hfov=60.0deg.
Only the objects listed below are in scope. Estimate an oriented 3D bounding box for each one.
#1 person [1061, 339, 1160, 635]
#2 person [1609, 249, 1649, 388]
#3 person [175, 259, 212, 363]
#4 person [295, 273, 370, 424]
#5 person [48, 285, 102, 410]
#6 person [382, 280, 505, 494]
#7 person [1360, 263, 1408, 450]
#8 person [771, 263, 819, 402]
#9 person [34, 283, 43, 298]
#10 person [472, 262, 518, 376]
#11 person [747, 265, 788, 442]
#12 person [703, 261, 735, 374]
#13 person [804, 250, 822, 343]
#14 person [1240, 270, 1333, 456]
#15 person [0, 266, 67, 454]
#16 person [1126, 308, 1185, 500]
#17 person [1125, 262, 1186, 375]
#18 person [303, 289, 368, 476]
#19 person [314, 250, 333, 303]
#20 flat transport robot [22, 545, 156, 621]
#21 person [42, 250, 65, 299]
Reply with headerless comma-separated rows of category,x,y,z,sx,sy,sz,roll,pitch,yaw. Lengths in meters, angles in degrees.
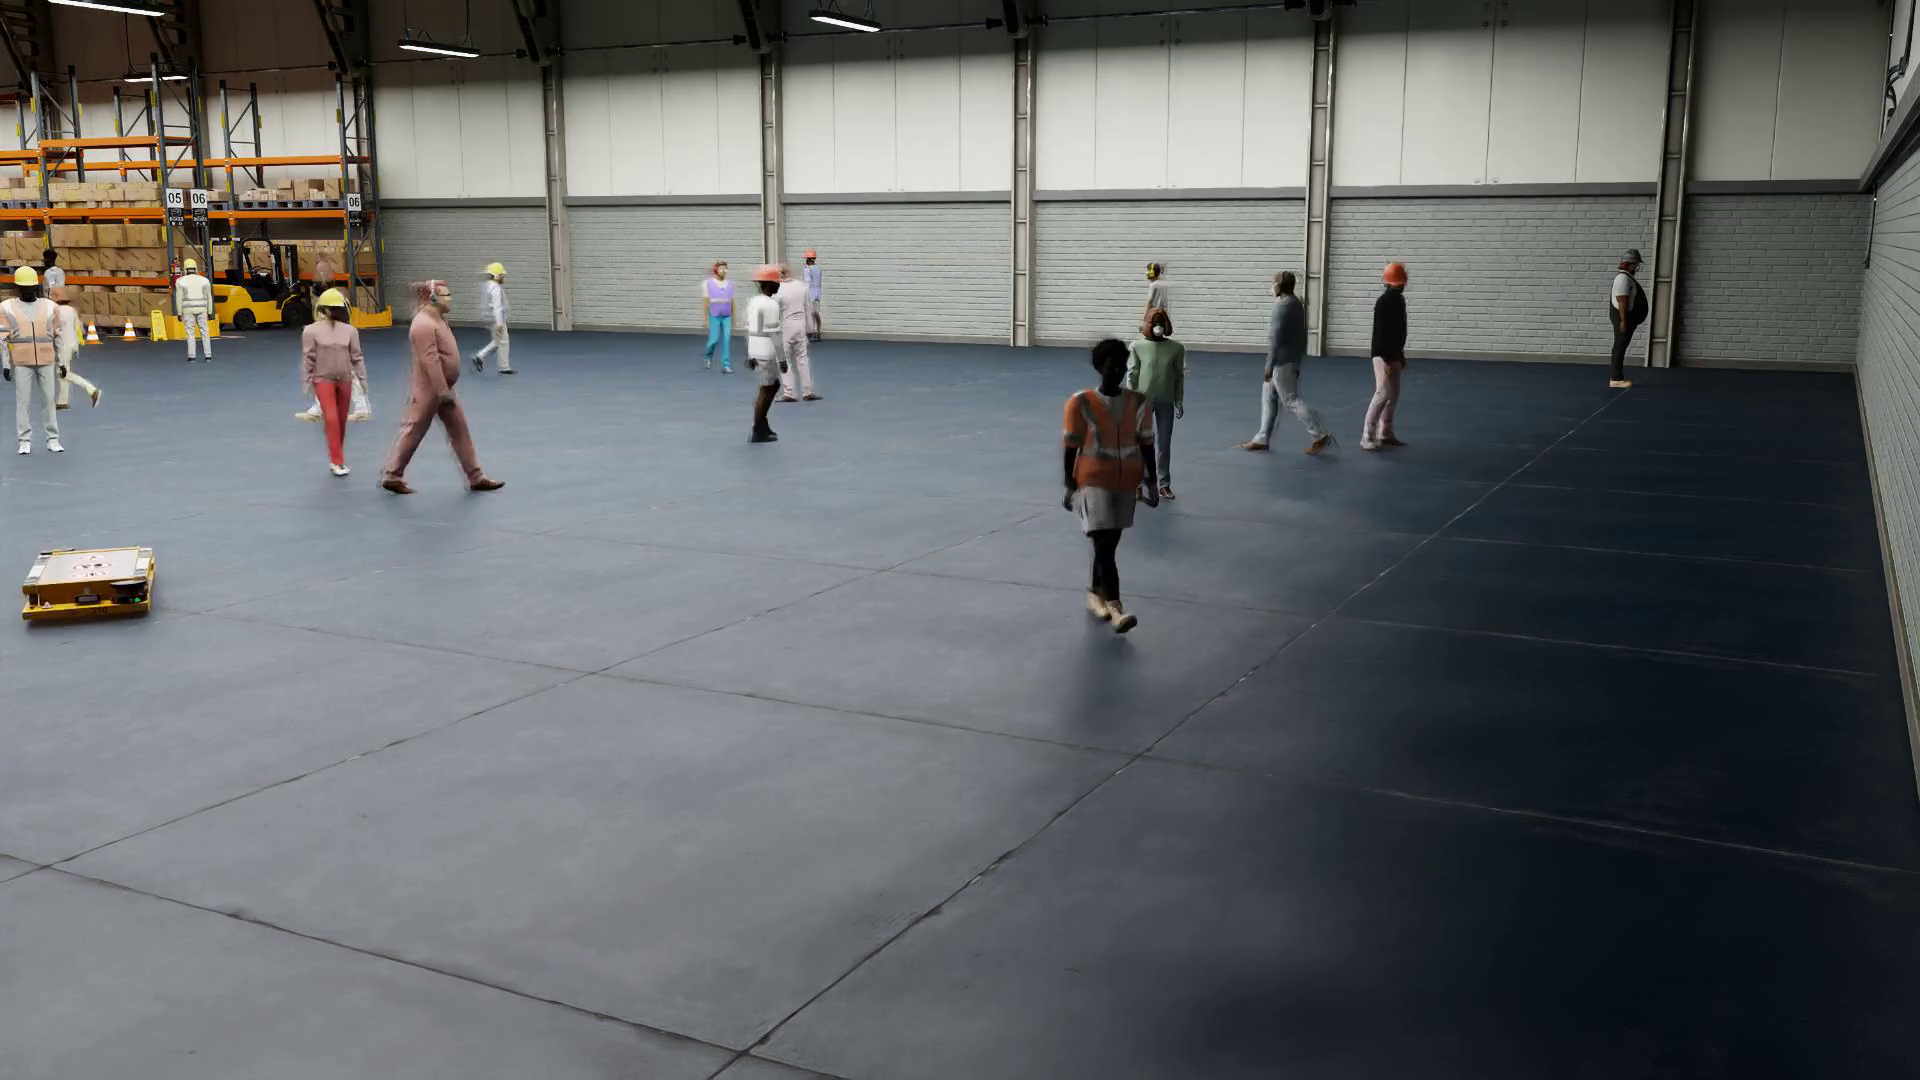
person,0.884,-0.301,9.416,0.552,1.648,0.843,-4,11,-20
person,9.913,-3.286,24.661,0.536,2.000,0.688,4,11,22
person,-13.538,-4.050,29.404,0.600,1.827,0.403,-8,13,-38
person,-7.561,-2.284,19.878,0.950,1.789,0.632,-7,12,-33
person,-11.413,-2.458,21.320,0.686,1.607,0.503,-1,10,-4
person,-4.573,-1.318,14.443,1.004,1.868,0.633,0,10,-2
person,4.501,-1.909,17.405,0.403,1.958,0.683,7,12,32
person,-2.272,-2.803,22.517,0.407,1.874,0.797,9,14,40
person,-24.753,-6.870,44.557,0.405,1.918,0.583,5,11,24
person,-7.437,-3.513,26.518,0.617,1.810,0.605,-6,12,-29
person,-2.084,-2.015,18.075,0.548,1.920,0.560,-6,12,-28
person,-3.937,-3.634,27.118,0.583,1.832,0.575,-7,12,-33
person,-3.115,-5.099,34.832,0.357,1.937,0.551,6,12,28
person,3.379,-1.805,16.991,0.967,1.905,0.644,5,12,25
person,-9.537,-1.846,17.128,0.594,1.922,0.385,-8,13,-38
person,1.664,-1.157,14.163,0.500,1.633,0.280,-1,10,-7
person,3.146,-3.491,26.419,1.005,1.823,0.507,3,11,15
person,-5.798,-1.459,15.530,0.763,1.738,0.549,10,14,44
person,-14.660,-5.745,38.470,0.518,1.890,0.688,0,10,0
flat transport robot,-5.353,0.240,10.264,0.652,0.197,1.431,-5,11,-24
person,-17.310,-4.559,31.810,0.363,1.965,0.610,-1,10,-7
